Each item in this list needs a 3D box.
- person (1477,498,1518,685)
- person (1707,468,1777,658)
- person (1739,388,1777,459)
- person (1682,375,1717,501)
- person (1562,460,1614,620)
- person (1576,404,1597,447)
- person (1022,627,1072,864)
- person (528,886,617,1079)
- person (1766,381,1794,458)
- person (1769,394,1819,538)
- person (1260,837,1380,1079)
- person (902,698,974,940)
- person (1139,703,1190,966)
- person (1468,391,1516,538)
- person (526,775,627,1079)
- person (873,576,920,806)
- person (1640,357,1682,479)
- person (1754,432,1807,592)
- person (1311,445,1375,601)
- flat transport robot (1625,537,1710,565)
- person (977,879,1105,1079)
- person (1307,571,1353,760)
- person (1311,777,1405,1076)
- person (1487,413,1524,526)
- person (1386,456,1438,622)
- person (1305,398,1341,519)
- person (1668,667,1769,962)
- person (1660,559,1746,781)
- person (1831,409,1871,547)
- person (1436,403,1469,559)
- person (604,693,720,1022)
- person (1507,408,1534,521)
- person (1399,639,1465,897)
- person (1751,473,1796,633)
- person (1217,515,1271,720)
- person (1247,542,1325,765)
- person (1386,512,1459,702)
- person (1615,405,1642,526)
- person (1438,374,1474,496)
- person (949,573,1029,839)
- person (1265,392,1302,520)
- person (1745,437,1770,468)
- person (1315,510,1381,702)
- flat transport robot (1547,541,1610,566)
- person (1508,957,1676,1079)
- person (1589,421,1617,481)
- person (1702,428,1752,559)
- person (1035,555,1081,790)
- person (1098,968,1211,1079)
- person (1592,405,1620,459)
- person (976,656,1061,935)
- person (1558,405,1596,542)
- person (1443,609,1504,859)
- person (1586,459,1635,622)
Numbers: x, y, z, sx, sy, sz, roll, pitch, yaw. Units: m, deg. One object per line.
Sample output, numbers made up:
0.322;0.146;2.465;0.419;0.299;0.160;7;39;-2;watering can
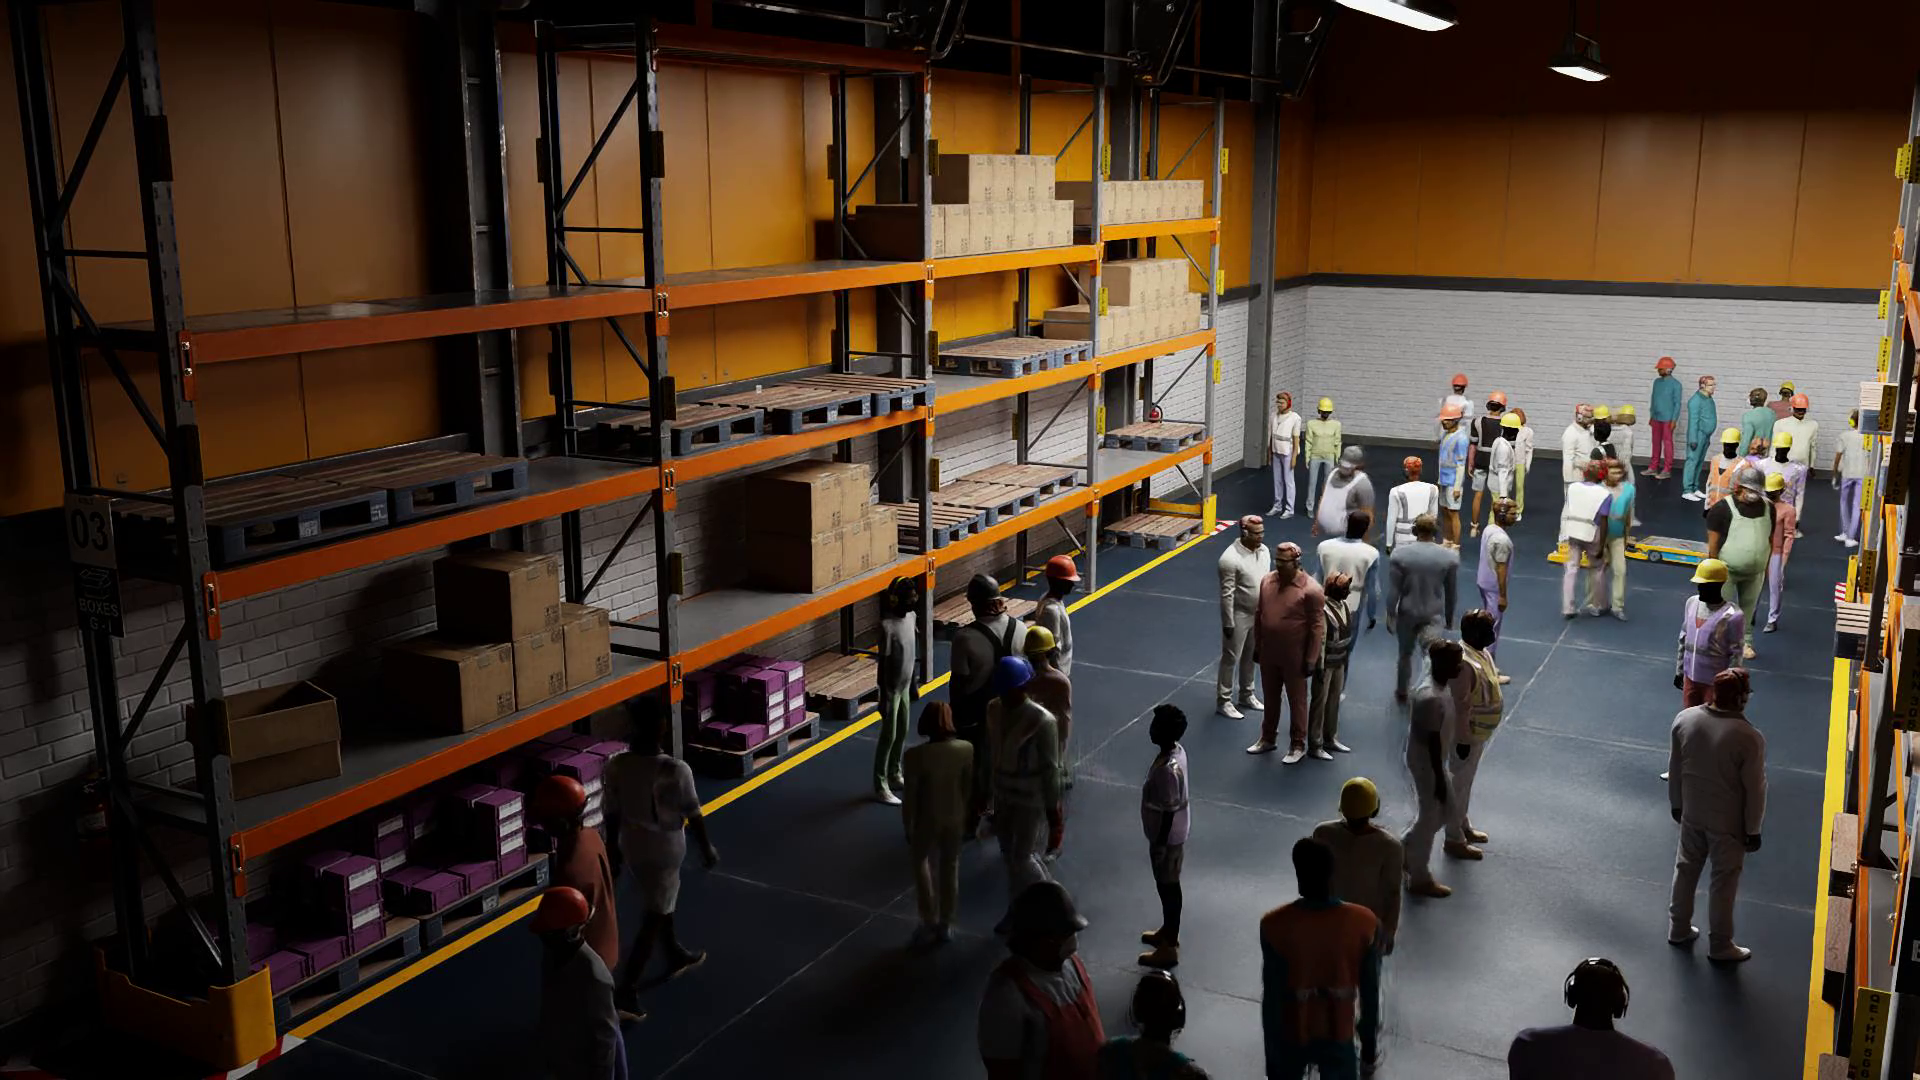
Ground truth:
5.262;0.491;16.356;0.336;1.842;0.508;0;13;0;person
8.039;0.228;17.086;0.686;2.000;0.535;0;13;0;person
11.341;-1.214;23.774;0.636;1.940;0.365;-7;14;-29;person
11.324;-1.562;25.403;0.401;1.910;0.640;12;17;43;person
7.121;-0.013;18.717;0.899;1.802;0.567;-9;16;-36;person
8.440;-0.914;22.560;0.361;1.882;0.575;7;14;28;person
0.570;1.479;12.113;0.524;1.767;0.321;11;17;41;person
-1.816;2.445;7.809;0.342;1.751;0.563;-10;16;-38;person
12.791;-1.595;25.907;0.532;1.754;0.340;6;14;25;person
11.396;-1.014;22.752;0.625;1.992;0.389;1;13;3;person
1.734;2.358;8.015;0.603;1.849;1.118;0;13;-1;person
-0.147;1.827;10.890;0.492;1.614;0.363;-3;13;-14;person
1.300;1.855;10.571;0.316;1.699;0.540;2;13;11;person
7.249;-1.015;22.694;0.612;2.029;0.407;6;14;24;person
-1.978;2.159;8.593;0.426;1.985;0.613;0;13;1;person
-0.502;1.186;13.235;0.363;1.857;0.534;6;14;25;person
11.487;-2.000;27.172;0.392;1.991;0.612;-4;13;-18;person
9.750;-0.336;19.874;0.610;1.924;0.384;9;16;36;person
4.423;-0.180;18.914;0.995;2.000;0.698;-5;13;-20;person
9.368;0.165;21.365;1.431;0.197;0.652;11;16;40;flat transport robot
0.399;2.435;7.208;0.537;2.000;0.682;7;14;28;person
3.180;1.066;14.266;0.313;1.634;0.514;11;17;40;person
2.180;2.131;9.235;0.515;1.752;0.374;7;14;28;person
7.006;-0.684;21.449;0.398;1.920;0.586;3;13;14;person
5.006;0.002;18.471;0.579;1.880;0.360;-2;13;-7;person
5.237;-1.176;24.011;0.526;1.762;0.338;0;13;1;person
4.852;1.737;10.635;0.404;1.906;0.652;-7;15;-30;person
6.031;1.091;13.478;0.371;1.925;0.595;-5;14;-21;person
12.042;-0.834;22.301;0.613;1.842;0.536;7;14;28;person
6.311;-0.756;21.515;0.403;2.034;0.609;-1;13;-7;person
-1.878;1.877;9.994;0.600;1.927;1.000;8;15;31;person
7.962;-1.092;23.918;0.505;1.633;0.279;9;15;34;person
3.270;1.580;11.535;0.430;1.826;0.563;6;14;25;person
8.815;0.128;18.165;0.317;1.765;0.522;-8;15;-33;person
2.644;0.699;15.319;0.639;1.899;0.397;-11;17;-41;person
2.756;0.948;14.169;0.408;1.905;0.652;-12;17;-42;person
4.262;0.686;15.386;0.648;1.901;0.955;3;13;12;person
9.399;-1.063;23.590;0.581;1.714;0.506;-3;13;-11;person
7.590;-1.588;25.518;0.542;1.917;0.476;8;15;31;person
0.182;1.230;12.603;0.681;2.000;0.535;-8;15;-33;person
4.696;-1.226;24.054;0.392;1.838;0.561;-8;15;-31;person
10.147;-0.513;21.334;0.315;1.632;0.523;1;13;5;person
3.605;0.647;15.596;0.616;1.879;0.422;7;14;29;person
8.248;0.103;21.642;0.652;0.197;1.431;11;16;40;flat transport robot
2.515;2.592;6.737;0.631;1.940;0.372;4;13;17;person
8.560;-0.743;22.227;0.529;1.694;0.320;-11;17;-41;person
9.270;-0.403;20.160;0.354;1.929;0.594;-6;14;-24;person
0.788;1.064;13.581;0.368;1.933;0.551;0;13;0;person
0.750;2.648;6.791;0.518;1.816;0.696;9;15;35;person
9.084;-1.065;23.597;0.496;1.720;0.384;6;14;25;person
0.370;1.673;10.875;0.445;1.922;0.588;-10;16;-37;person
8.333;-0.879;22.380;0.656;1.893;0.399;-12;17;-42;person
3.772;1.403;12.277;0.429;1.844;0.624;6;14;26;person
7.250;0.007;18.565;0.571;1.824;0.684;0;13;0;person
